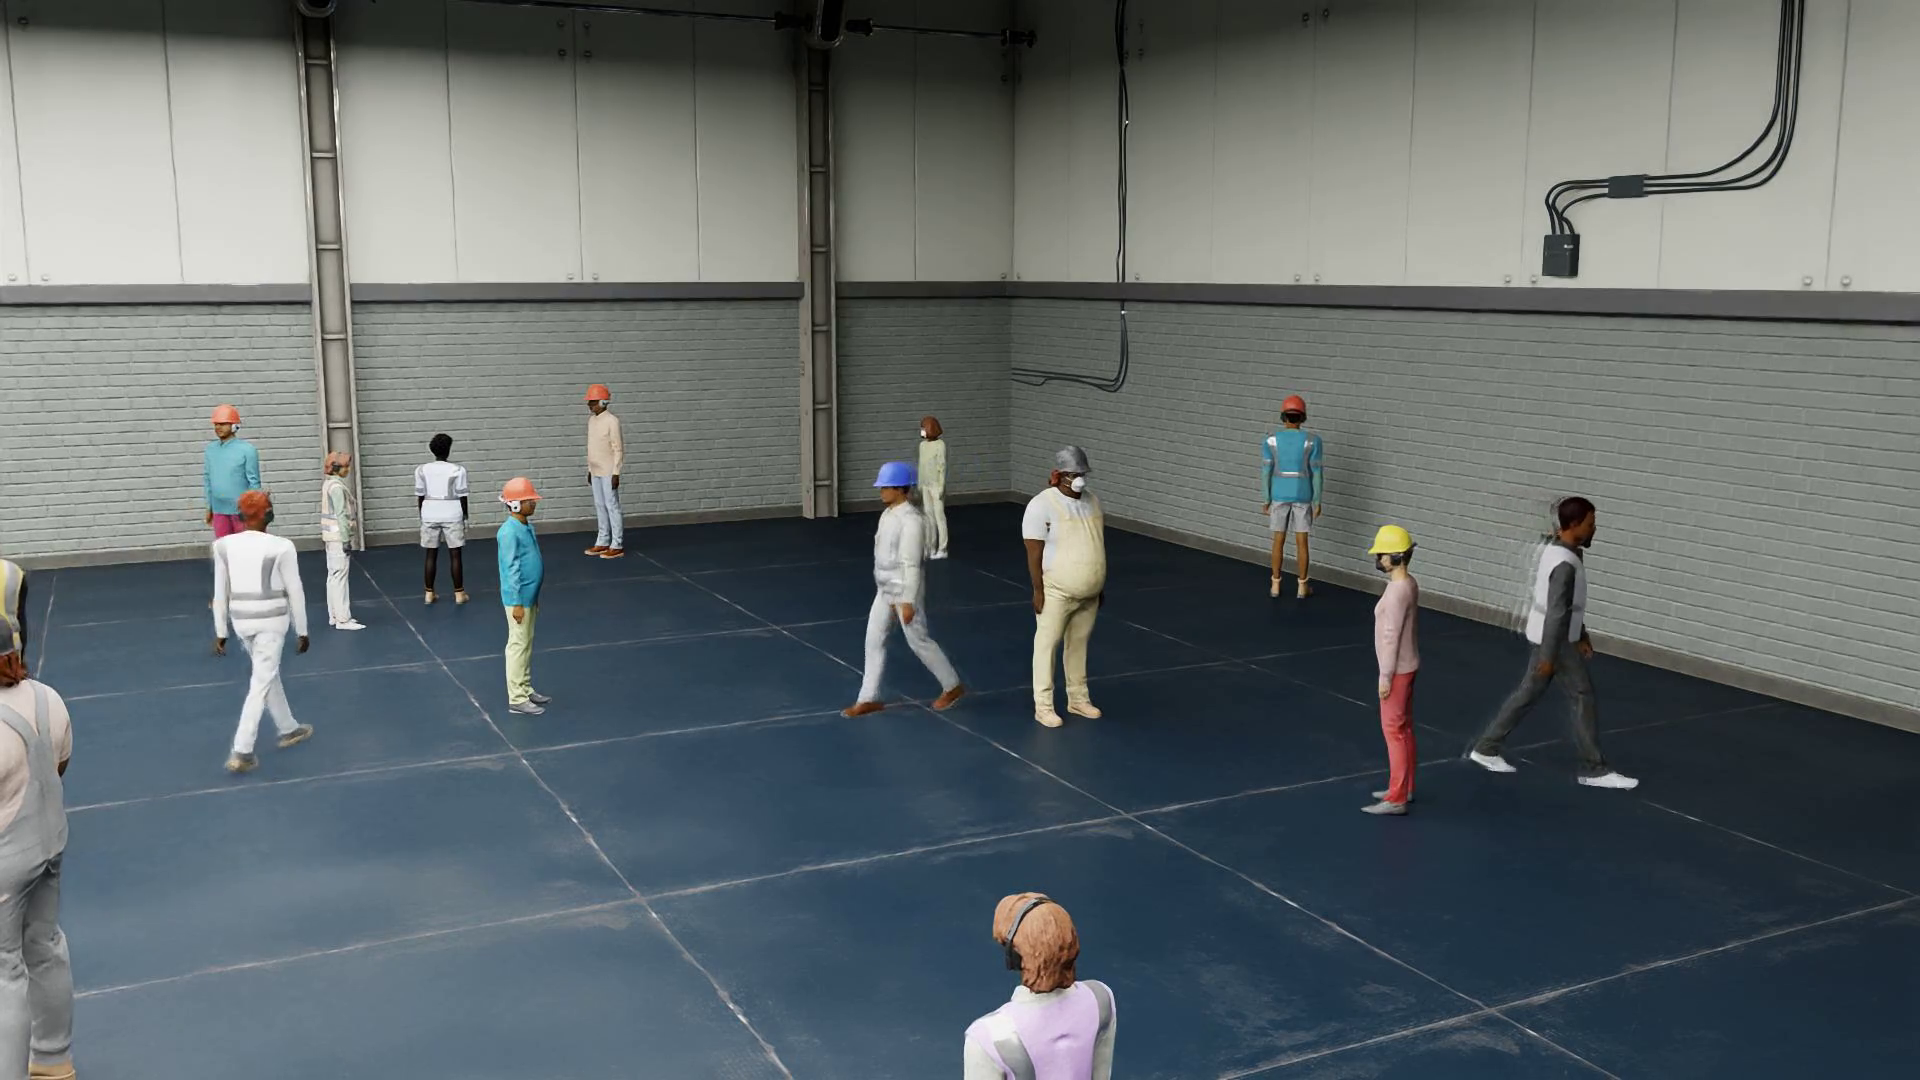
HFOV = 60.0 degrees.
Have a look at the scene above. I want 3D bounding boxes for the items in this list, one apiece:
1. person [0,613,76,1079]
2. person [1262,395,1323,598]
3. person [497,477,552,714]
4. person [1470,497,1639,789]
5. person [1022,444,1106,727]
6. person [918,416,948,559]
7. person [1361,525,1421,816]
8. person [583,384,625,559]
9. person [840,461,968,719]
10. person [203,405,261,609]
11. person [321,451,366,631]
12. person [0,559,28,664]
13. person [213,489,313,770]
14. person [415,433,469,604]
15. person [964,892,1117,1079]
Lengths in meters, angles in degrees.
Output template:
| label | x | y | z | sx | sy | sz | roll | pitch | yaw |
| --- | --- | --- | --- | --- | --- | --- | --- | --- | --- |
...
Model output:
| label | x | y | z | sx | sy | sz | roll | pitch | yaw |
| --- | --- | --- | --- | --- | --- | --- | --- | --- | --- |
| person | -3.762 | 1.236 | 6.414 | 0.538 | 2.000 | 0.683 | 0 | 9 | 2 |
| person | 3.332 | -0.432 | 16.690 | 0.608 | 2.042 | 0.377 | 3 | 10 | 19 |
| person | -3.252 | 0.406 | 12.393 | 0.318 | 1.756 | 0.562 | -1 | 9 | -3 |
| person | 3.807 | 0.638 | 10.652 | 1.007 | 1.872 | 0.605 | 2 | 10 | 14 |
| person | 0.816 | 0.321 | 12.050 | 0.674 | 2.000 | 0.535 | -7 | 12 | -37 |
| person | -0.319 | -0.598 | 18.991 | 0.287 | 1.626 | 0.505 | -6 | 11 | -34 |
| person | 2.615 | 0.782 | 10.084 | 0.333 | 1.760 | 0.528 | 4 | 10 | 23 |
| person | -4.087 | -0.785 | 19.008 | 0.397 | 1.992 | 0.623 | -8 | 12 | -41 |
| person | -0.379 | 0.360 | 12.223 | 0.969 | 1.912 | 0.617 | -4 | 10 | -25 |
| person | -7.041 | -0.311 | 16.078 | 0.613 | 1.997 | 0.374 | 3 | 10 | 16 |
| person | -5.678 | 0.006 | 15.225 | 0.310 | 1.639 | 0.514 | -5 | 11 | -31 |
| person | -5.886 | 0.776 | 9.937 | 0.588 | 1.823 | 0.643 | 8 | 12 | 40 |
| person | -4.674 | 0.575 | 11.121 | 0.587 | 1.836 | 1.000 | 2 | 9 | 11 |
| person | -5.086 | -0.198 | 16.379 | 0.533 | 1.679 | 0.322 | 0 | 9 | 3 |
| person | 0.210 | 1.748 | 4.493 | 0.514 | 1.641 | 0.308 | -8 | 12 | -40 |
